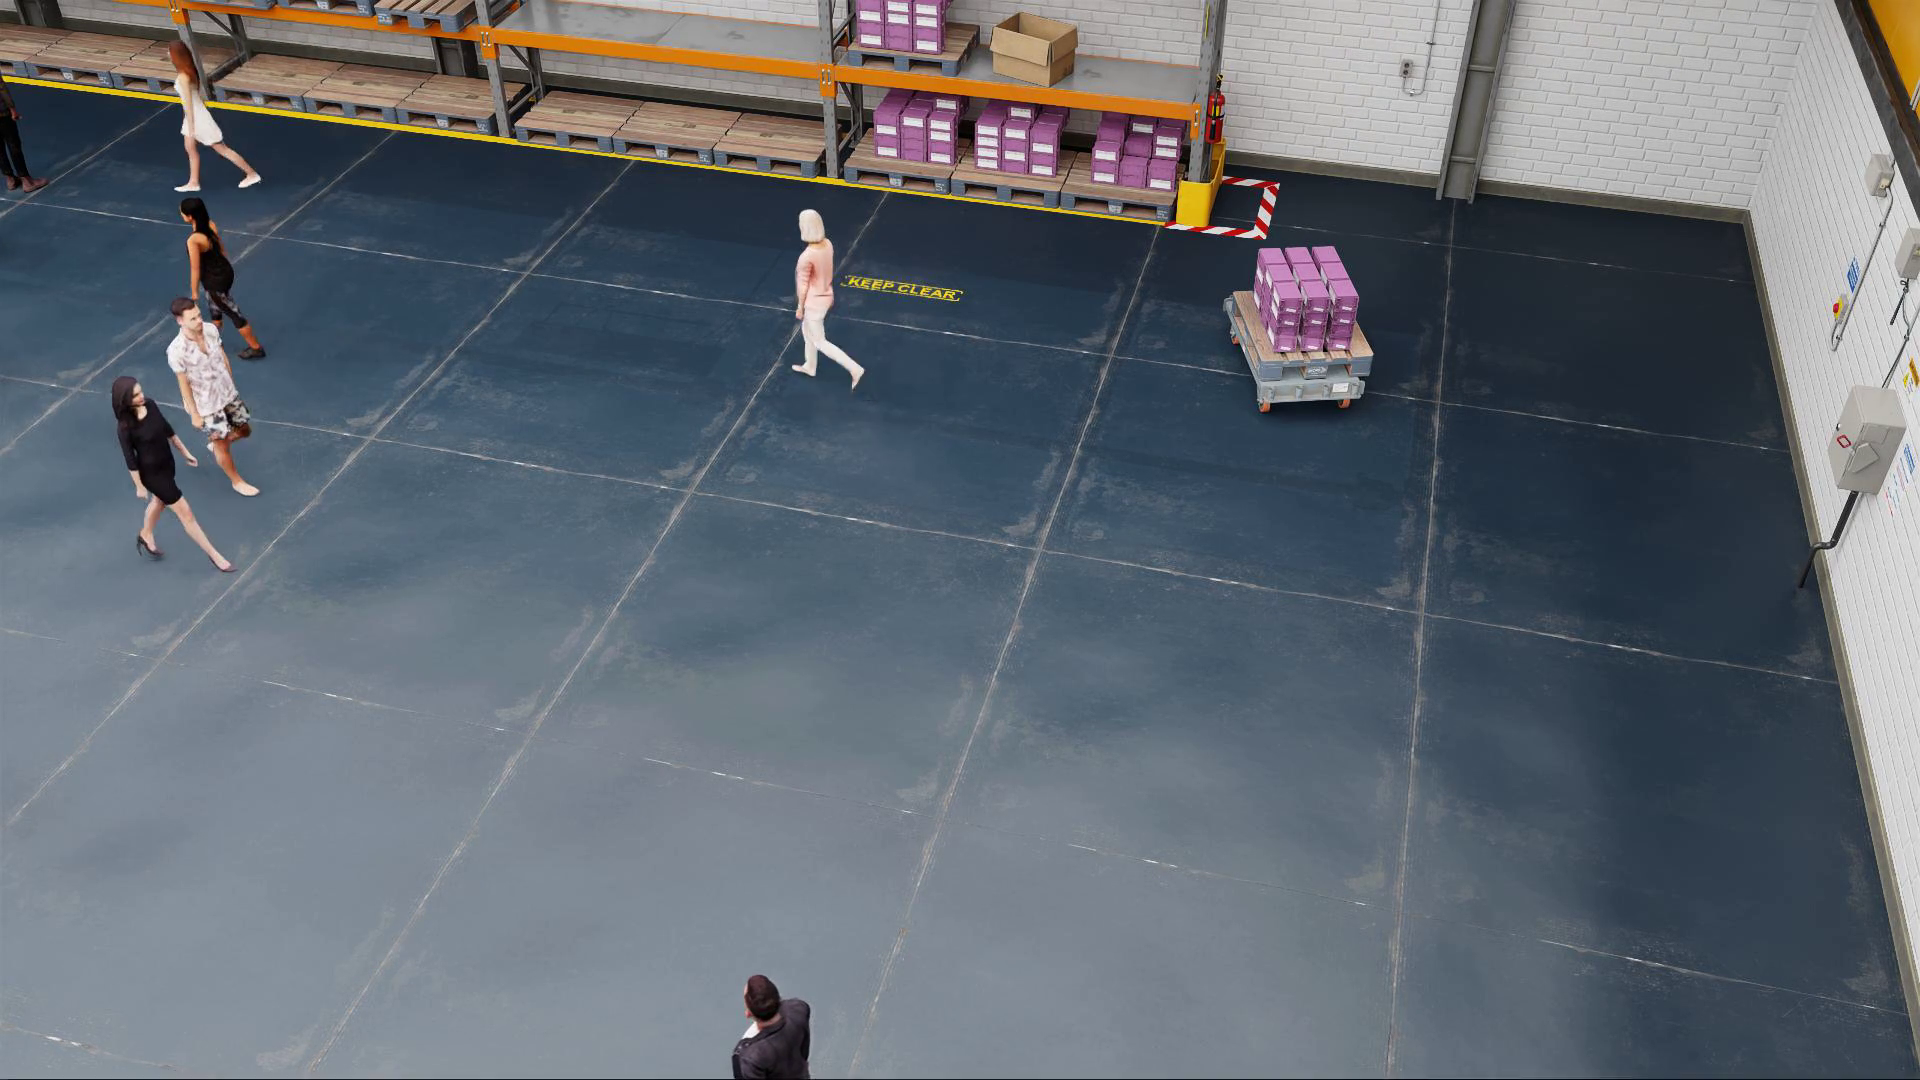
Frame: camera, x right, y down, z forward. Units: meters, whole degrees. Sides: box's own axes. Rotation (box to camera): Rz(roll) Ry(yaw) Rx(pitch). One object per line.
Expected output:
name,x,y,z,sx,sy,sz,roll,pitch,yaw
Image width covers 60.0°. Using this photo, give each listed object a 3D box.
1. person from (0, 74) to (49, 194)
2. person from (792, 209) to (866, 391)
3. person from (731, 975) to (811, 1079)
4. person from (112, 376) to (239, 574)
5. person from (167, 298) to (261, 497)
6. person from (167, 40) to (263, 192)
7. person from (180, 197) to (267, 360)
person,-10.298,-4.605,17.726,0.537,1.836,0.773,14,41,16
person,-1.193,-2.078,14.672,1.064,1.698,0.688,15,41,18
person,-0.916,2.819,8.431,0.625,1.835,0.707,19,42,22
person,-6.158,-0.496,12.641,1.129,1.760,0.715,5,39,6
person,-6.134,-1.178,13.463,0.867,1.801,0.757,16,41,19
person,-7.992,-4.464,17.683,1.203,1.670,0.949,-9,39,-11
person,-6.641,-2.347,15.053,0.977,1.643,0.749,1,39,1
